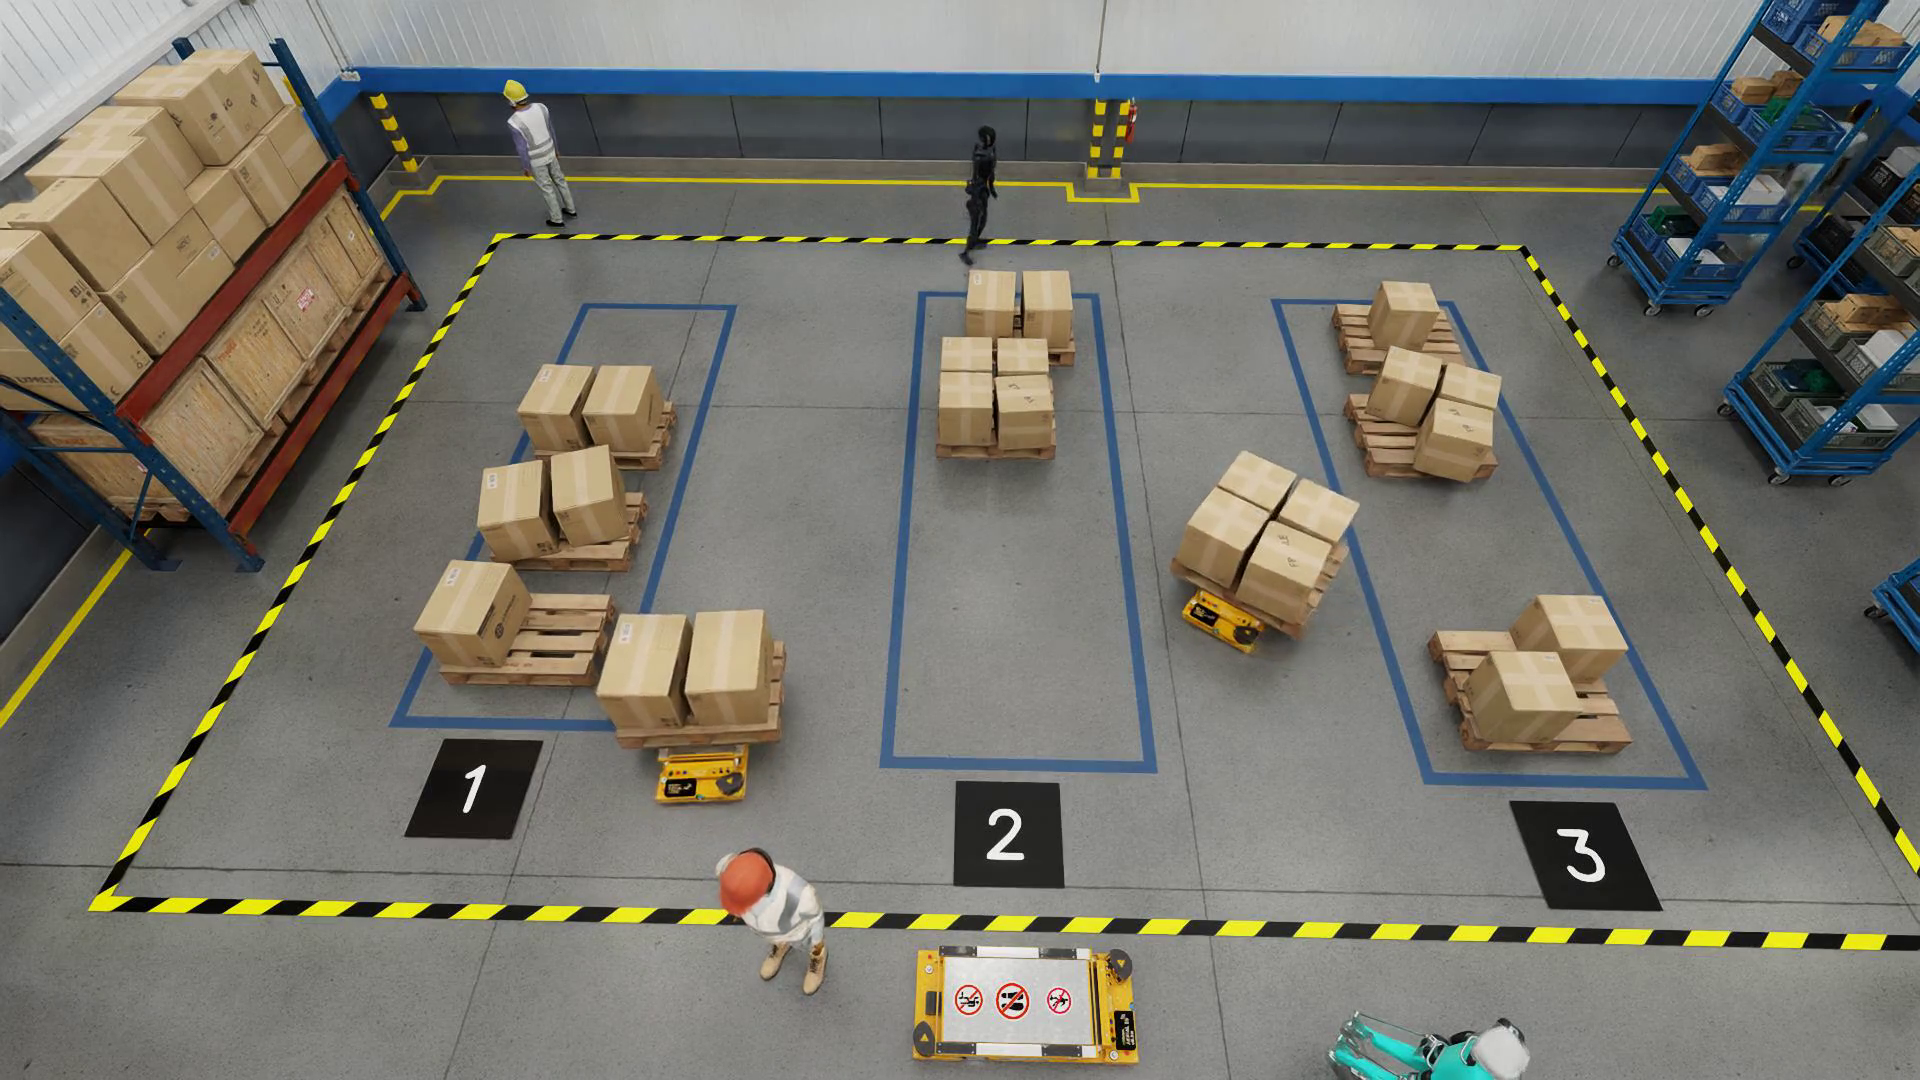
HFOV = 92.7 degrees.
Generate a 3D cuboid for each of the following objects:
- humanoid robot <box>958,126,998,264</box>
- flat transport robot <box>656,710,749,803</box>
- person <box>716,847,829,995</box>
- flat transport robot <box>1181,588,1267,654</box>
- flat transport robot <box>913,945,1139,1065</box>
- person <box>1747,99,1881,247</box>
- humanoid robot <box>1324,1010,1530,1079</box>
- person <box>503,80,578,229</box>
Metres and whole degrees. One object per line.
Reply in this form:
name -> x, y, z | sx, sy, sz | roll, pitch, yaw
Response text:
humanoid robot -> 0.218, -4.141, 10.960 | 0.392, 1.639, 0.627 | 18, 53, 14
flat transport robot -> -2.004, 1.378, 7.345 | 0.652, 0.197, 1.431 | -2, 51, -2
person -> -1.100, 2.297, 5.477 | 0.610, 2.029, 0.402 | 16, 53, 12
flat transport robot -> 2.617, 0.322, 8.205 | 0.652, 0.197, 1.431 | 30, 57, 22
flat transport robot -> 0.422, 3.041, 6.007 | 1.431, 0.231, 0.659 | 1, 51, 1
person -> 10.210, -4.381, 11.056 | 0.669, 1.827, 0.550 | -29, 56, -22
humanoid robot -> 2.452, 2.857, 5.124 | 0.533, 1.675, 0.735 | -37, 60, -26
person -> -5.214, -4.763, 11.356 | 0.404, 1.837, 0.591 | 22, 54, 17
